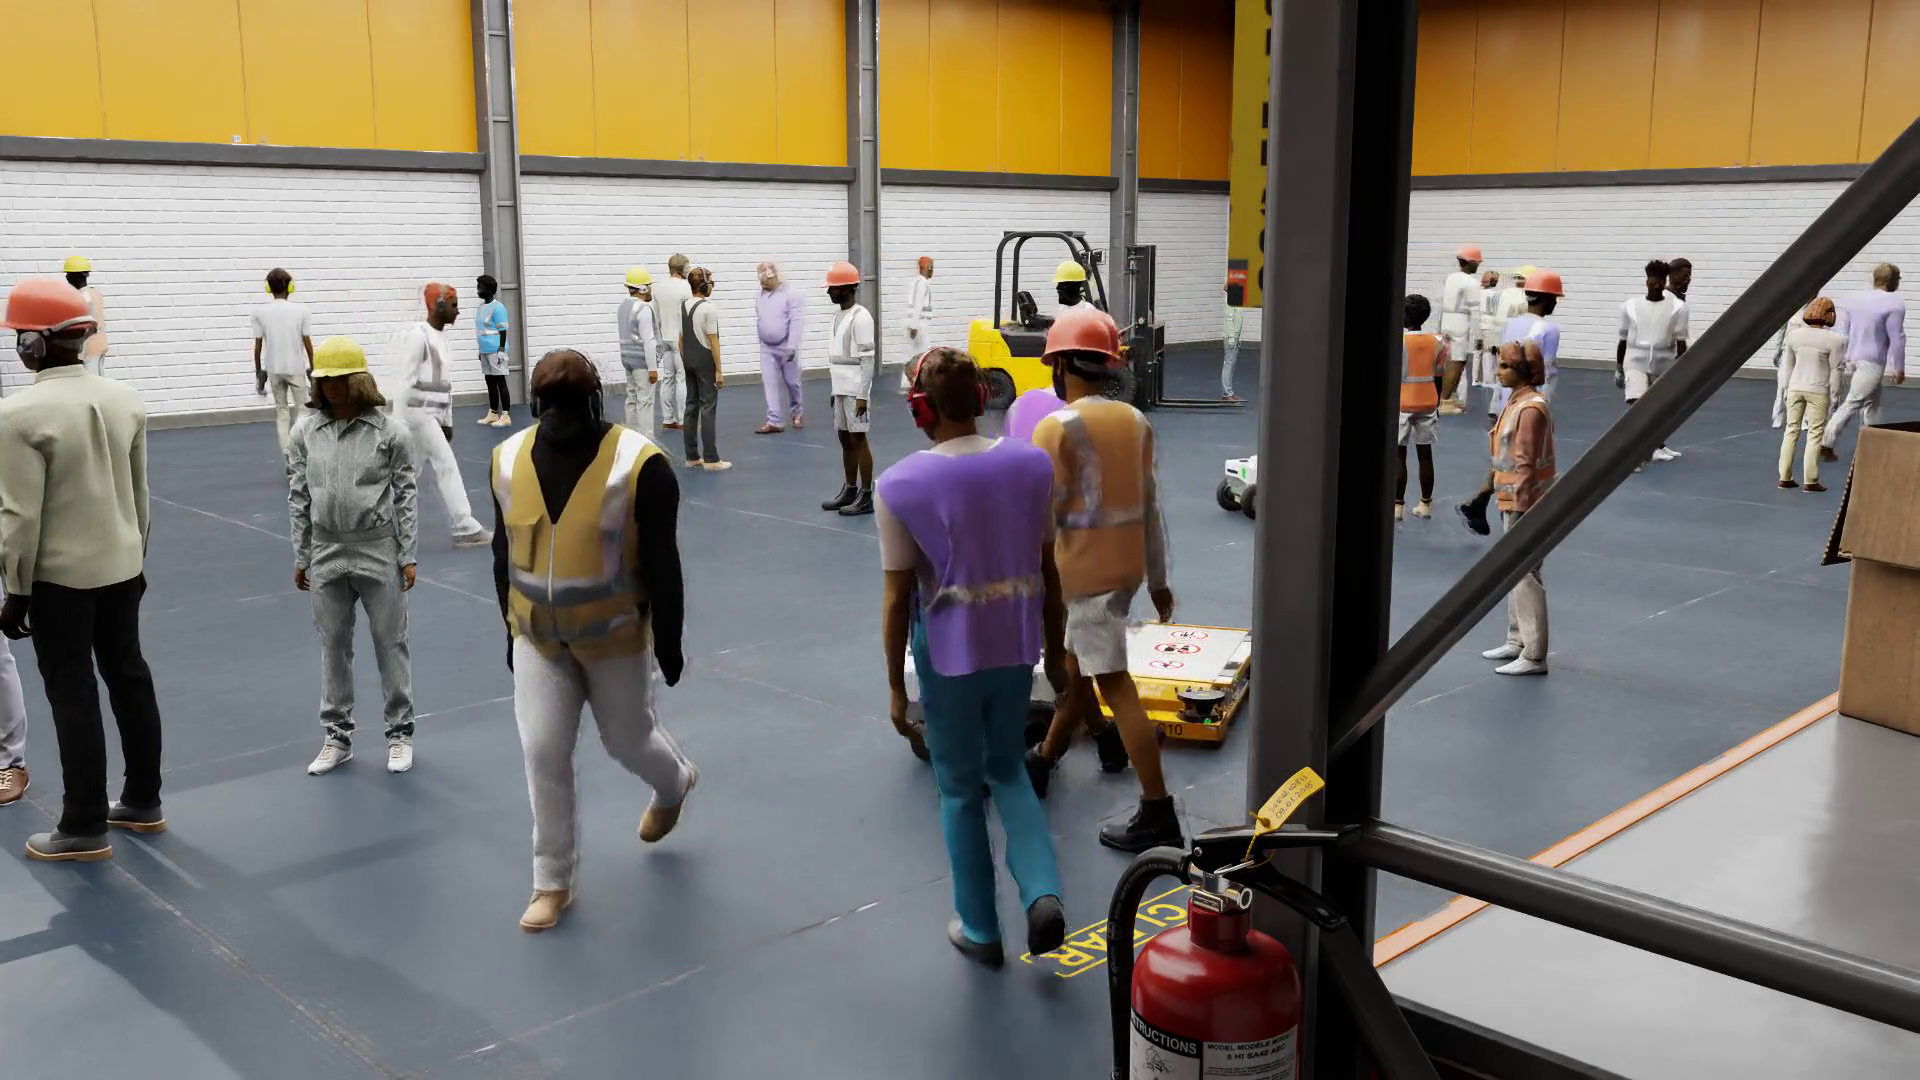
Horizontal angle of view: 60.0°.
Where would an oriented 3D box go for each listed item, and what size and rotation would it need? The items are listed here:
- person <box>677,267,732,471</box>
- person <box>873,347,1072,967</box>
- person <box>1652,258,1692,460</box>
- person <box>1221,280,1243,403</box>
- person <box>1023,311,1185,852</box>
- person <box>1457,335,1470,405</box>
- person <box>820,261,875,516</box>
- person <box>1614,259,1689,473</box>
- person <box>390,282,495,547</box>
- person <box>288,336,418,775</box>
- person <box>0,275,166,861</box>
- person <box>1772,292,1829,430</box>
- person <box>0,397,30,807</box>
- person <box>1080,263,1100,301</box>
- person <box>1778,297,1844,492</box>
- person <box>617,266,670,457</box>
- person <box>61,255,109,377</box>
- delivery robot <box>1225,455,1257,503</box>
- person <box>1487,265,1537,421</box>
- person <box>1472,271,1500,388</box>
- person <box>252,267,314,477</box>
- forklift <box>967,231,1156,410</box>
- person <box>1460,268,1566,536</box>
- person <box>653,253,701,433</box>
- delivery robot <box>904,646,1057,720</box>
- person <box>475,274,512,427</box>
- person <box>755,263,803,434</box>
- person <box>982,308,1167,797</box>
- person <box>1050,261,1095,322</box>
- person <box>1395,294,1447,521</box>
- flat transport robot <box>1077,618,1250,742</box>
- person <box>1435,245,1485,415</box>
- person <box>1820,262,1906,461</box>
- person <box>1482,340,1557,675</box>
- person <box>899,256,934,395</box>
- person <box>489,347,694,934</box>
[{"bbox_3d":[-2.338,-1.543,15.093,0.506,1.846,0.345,9,13,39],"label":"person"},{"bbox_3d":[0.045,0.362,4.763,0.607,1.818,0.458,-5,12,-26],"label":"person"},{"bbox_3d":[6.754,-1.729,15.910,0.375,1.916,0.592,8,13,36],"label":"person"},{"bbox_3d":[3.494,-2.566,21.247,0.280,1.633,0.500,3,11,18],"label":"person"},{"bbox_3d":[0.447,0.129,5.948,1.020,1.865,0.627,10,14,42],"label":"person"},{"bbox_3d":[6.092,-2.400,20.340,0.274,1.632,0.503,3,11,16],"label":"person"},{"bbox_3d":[-0.865,-1.153,12.718,0.367,1.932,0.551,-6,12,-28],"label":"person"},{"bbox_3d":[6.319,-1.608,15.239,0.601,1.925,0.896,4,11,19],"label":"person"},{"bbox_3d":[-3.672,-0.833,11.323,0.958,1.822,0.624,-1,10,-4],"label":"person"},{"bbox_3d":[-2.396,0.069,6.581,0.492,1.743,0.296,-1,10,-3],"label":"person"},{"bbox_3d":[-3.028,0.102,5.708,0.376,1.997,0.612,3,11,15],"label":"person"},{"bbox_3d":[9.262,-2.029,18.320,0.530,1.635,0.336,5,11,23],"label":"person"},{"bbox_3d":[-3.747,0.079,6.197,0.520,1.865,0.327,0,10,-2],"label":"person"},{"bbox_3d":[1.839,-3.101,23.737,0.942,1.805,0.634,-8,13,-36],"label":"person"},{"bbox_3d":[7.107,-1.212,13.891,0.280,1.624,0.494,-7,13,-34],"label":"person"},{"bbox_3d":[-3.042,-1.693,15.934,0.404,1.837,0.593,-8,13,-36],"label":"person"},{"bbox_3d":[-8.928,-1.936,17.009,0.371,1.929,0.585,-2,11,-9],"label":"person"},{"bbox_3d":[2.402,-0.509,12.720,0.707,0.478,0.477,-3,11,-17],"label":"delivery robot"},{"bbox_3d":[6.388,-2.235,19.026,0.693,1.783,0.611,-2,11,-9],"label":"person"},{"bbox_3d":[7.380,-2.943,23.285,0.307,1.640,0.520,-3,11,-18],"label":"person"},{"bbox_3d":[-5.923,-1.458,14.597,0.543,1.852,0.461,-2,11,-10],"label":"person"},{"bbox_3d":[1.222,-2.721,20.561,2.313,2.155,1.214,2,11,13],"label":"forklift"},{"bbox_3d":[3.850,-0.903,11.419,0.589,1.916,0.551,-3,11,-16],"label":"person"},{"bbox_3d":[-3.056,-2.124,18.012,0.630,1.936,0.366,9,14,41],"label":"person"},{"bbox_3d":[0.077,0.568,6.848,0.707,0.478,0.477,0,10,2],"label":"delivery robot"},{"bbox_3d":[-5.227,-2.107,18.563,0.317,1.698,0.540,-10,14,-43],"label":"person"},{"bbox_3d":[-1.980,-2.096,18.139,0.635,1.839,0.876,4,11,20],"label":"person"},{"bbox_3d":[0.358,0.054,6.347,1.021,1.863,0.578,-5,11,-24],"label":"person"},{"bbox_3d":[0.904,-1.296,13.522,0.371,1.925,0.595,-5,11,-23],"label":"person"},{"bbox_3d":[3.380,-0.989,12.473,0.541,1.696,0.315,-3,11,-18],"label":"person"},{"bbox_3d":[0.991,0.611,7.644,0.652,0.197,1.431,3,11,18],"label":"flat transport robot"},{"bbox_3d":[5.956,-2.478,19.728,0.614,2.014,0.647,-3,11,-18],"label":"person"},{"bbox_3d":[8.532,-1.671,15.700,1.021,1.890,0.644,-2,11,-10],"label":"person"},{"bbox_3d":[2.745,-0.160,8.149,0.320,1.628,0.515,1,10,8],"label":"person"},{"bbox_3d":[-0.583,-2.863,22.265,0.538,1.847,0.596,-3,11,-14],"label":"person"},{"bbox_3d":[-1.151,0.271,5.348,0.632,1.813,0.808,2,11,12],"label":"person"}]
